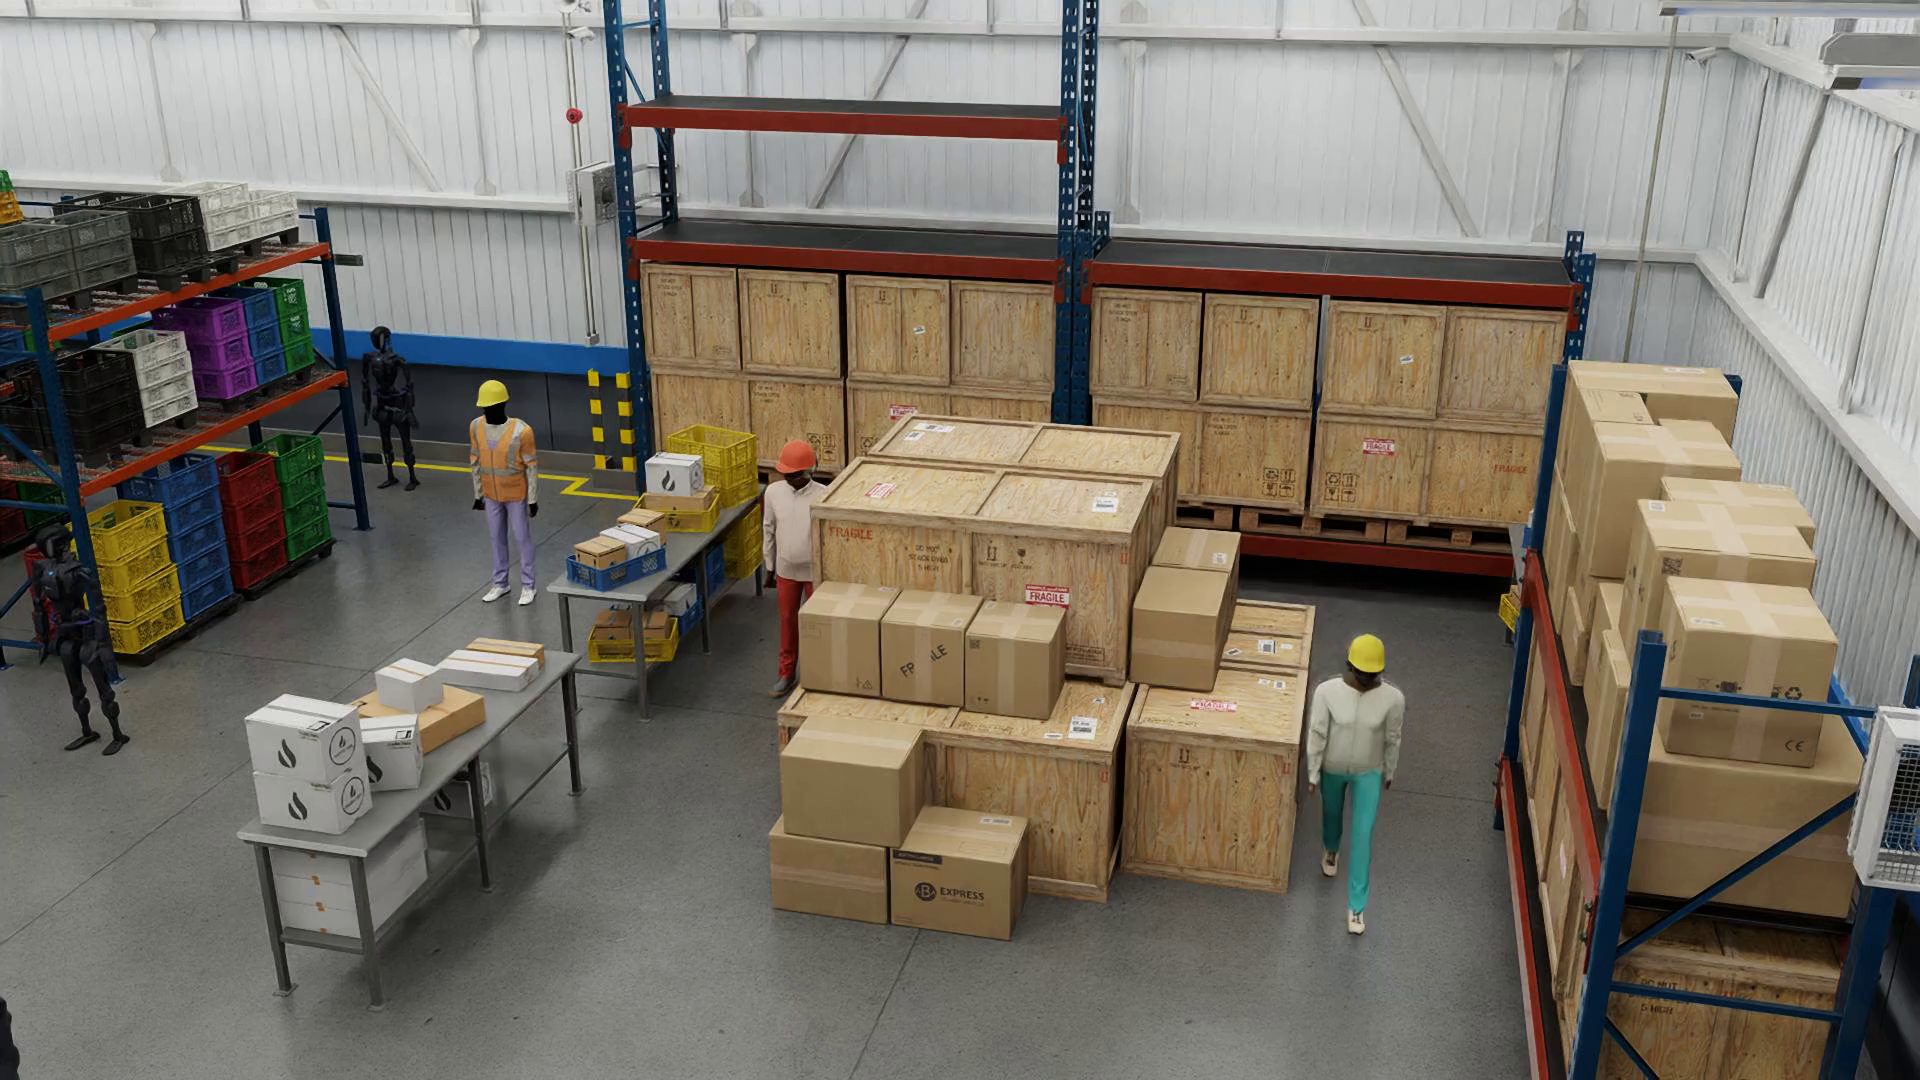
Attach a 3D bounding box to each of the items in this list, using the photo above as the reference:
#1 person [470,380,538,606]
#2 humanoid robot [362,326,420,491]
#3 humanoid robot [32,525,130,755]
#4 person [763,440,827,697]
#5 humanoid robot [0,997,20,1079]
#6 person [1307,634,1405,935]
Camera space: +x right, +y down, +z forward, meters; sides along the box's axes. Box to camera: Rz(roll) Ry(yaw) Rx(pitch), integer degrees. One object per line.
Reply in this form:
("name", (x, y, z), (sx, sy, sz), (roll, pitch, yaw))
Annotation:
("person", (-3.763, -0.392, 13.750), (0.586, 1.928, 0.377), (6, 22, 15))
("humanoid robot", (-5.627, -1.304, 16.463), (0.603, 1.657, 0.318), (6, 22, 15))
("humanoid robot", (-5.985, 0.676, 11.288), (0.603, 1.654, 0.318), (6, 22, 15))
("person", (-1.140, 0.220, 12.063), (0.610, 1.989, 0.388), (6, 22, 15))
("humanoid robot", (-4.349, 2.214, 7.265), (0.603, 1.654, 0.318), (6, 22, 15))
("person", (2.257, 1.309, 9.574), (0.518, 1.715, 0.915), (5, 21, 13))
